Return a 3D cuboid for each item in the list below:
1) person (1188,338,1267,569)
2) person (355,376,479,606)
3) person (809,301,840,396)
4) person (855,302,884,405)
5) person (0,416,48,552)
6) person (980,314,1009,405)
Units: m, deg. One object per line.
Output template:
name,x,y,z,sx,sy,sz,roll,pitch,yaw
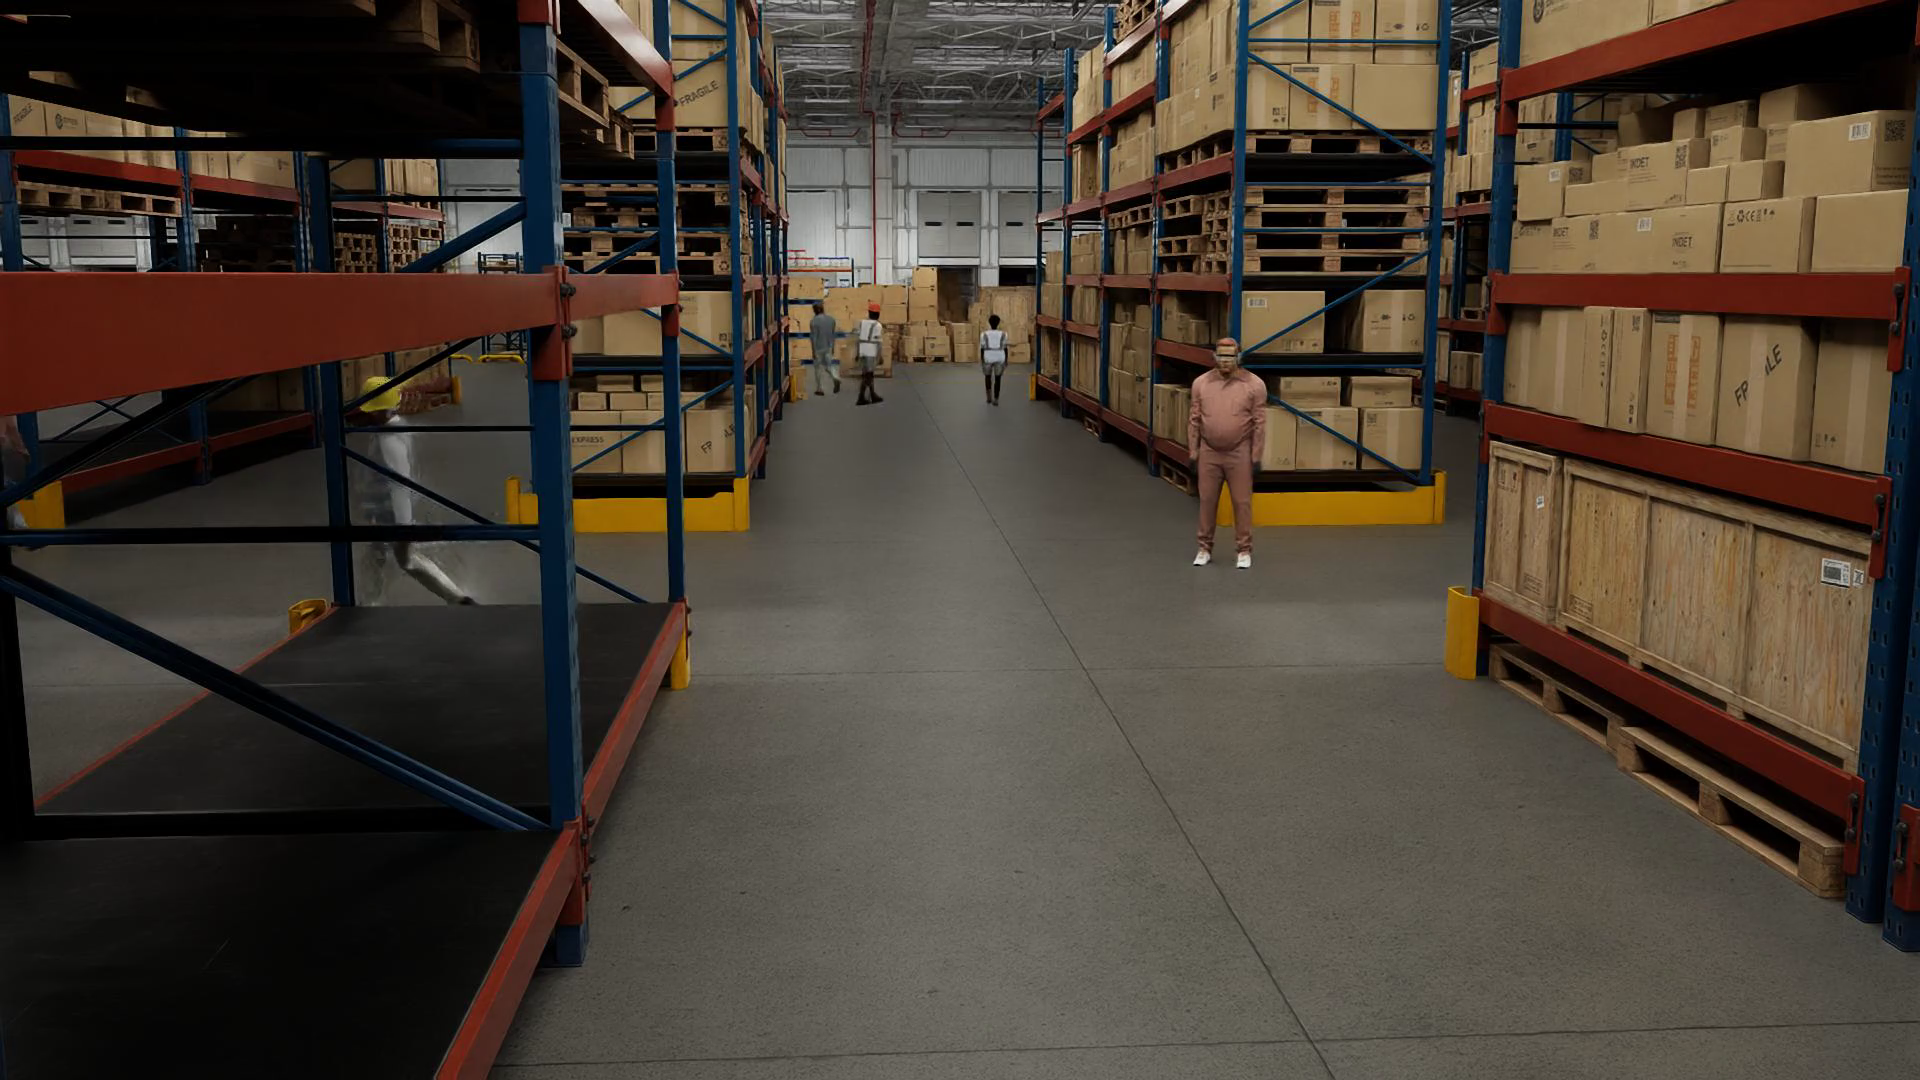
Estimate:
person,2.180,-0.709,13.675,0.642,1.899,0.397,4,10,21
person,-3.628,-0.195,10.829,0.857,1.774,0.609,-2,9,-14
person,-2.693,-3.799,33.051,0.641,1.904,0.675,-7,11,-37
person,-1.626,-3.458,30.921,0.559,1.892,0.861,9,12,43
person,-8.349,-0.740,14.406,0.911,1.717,0.537,-1,9,-4
person,0.644,-3.339,30.839,0.546,1.671,0.569,0,9,-1
